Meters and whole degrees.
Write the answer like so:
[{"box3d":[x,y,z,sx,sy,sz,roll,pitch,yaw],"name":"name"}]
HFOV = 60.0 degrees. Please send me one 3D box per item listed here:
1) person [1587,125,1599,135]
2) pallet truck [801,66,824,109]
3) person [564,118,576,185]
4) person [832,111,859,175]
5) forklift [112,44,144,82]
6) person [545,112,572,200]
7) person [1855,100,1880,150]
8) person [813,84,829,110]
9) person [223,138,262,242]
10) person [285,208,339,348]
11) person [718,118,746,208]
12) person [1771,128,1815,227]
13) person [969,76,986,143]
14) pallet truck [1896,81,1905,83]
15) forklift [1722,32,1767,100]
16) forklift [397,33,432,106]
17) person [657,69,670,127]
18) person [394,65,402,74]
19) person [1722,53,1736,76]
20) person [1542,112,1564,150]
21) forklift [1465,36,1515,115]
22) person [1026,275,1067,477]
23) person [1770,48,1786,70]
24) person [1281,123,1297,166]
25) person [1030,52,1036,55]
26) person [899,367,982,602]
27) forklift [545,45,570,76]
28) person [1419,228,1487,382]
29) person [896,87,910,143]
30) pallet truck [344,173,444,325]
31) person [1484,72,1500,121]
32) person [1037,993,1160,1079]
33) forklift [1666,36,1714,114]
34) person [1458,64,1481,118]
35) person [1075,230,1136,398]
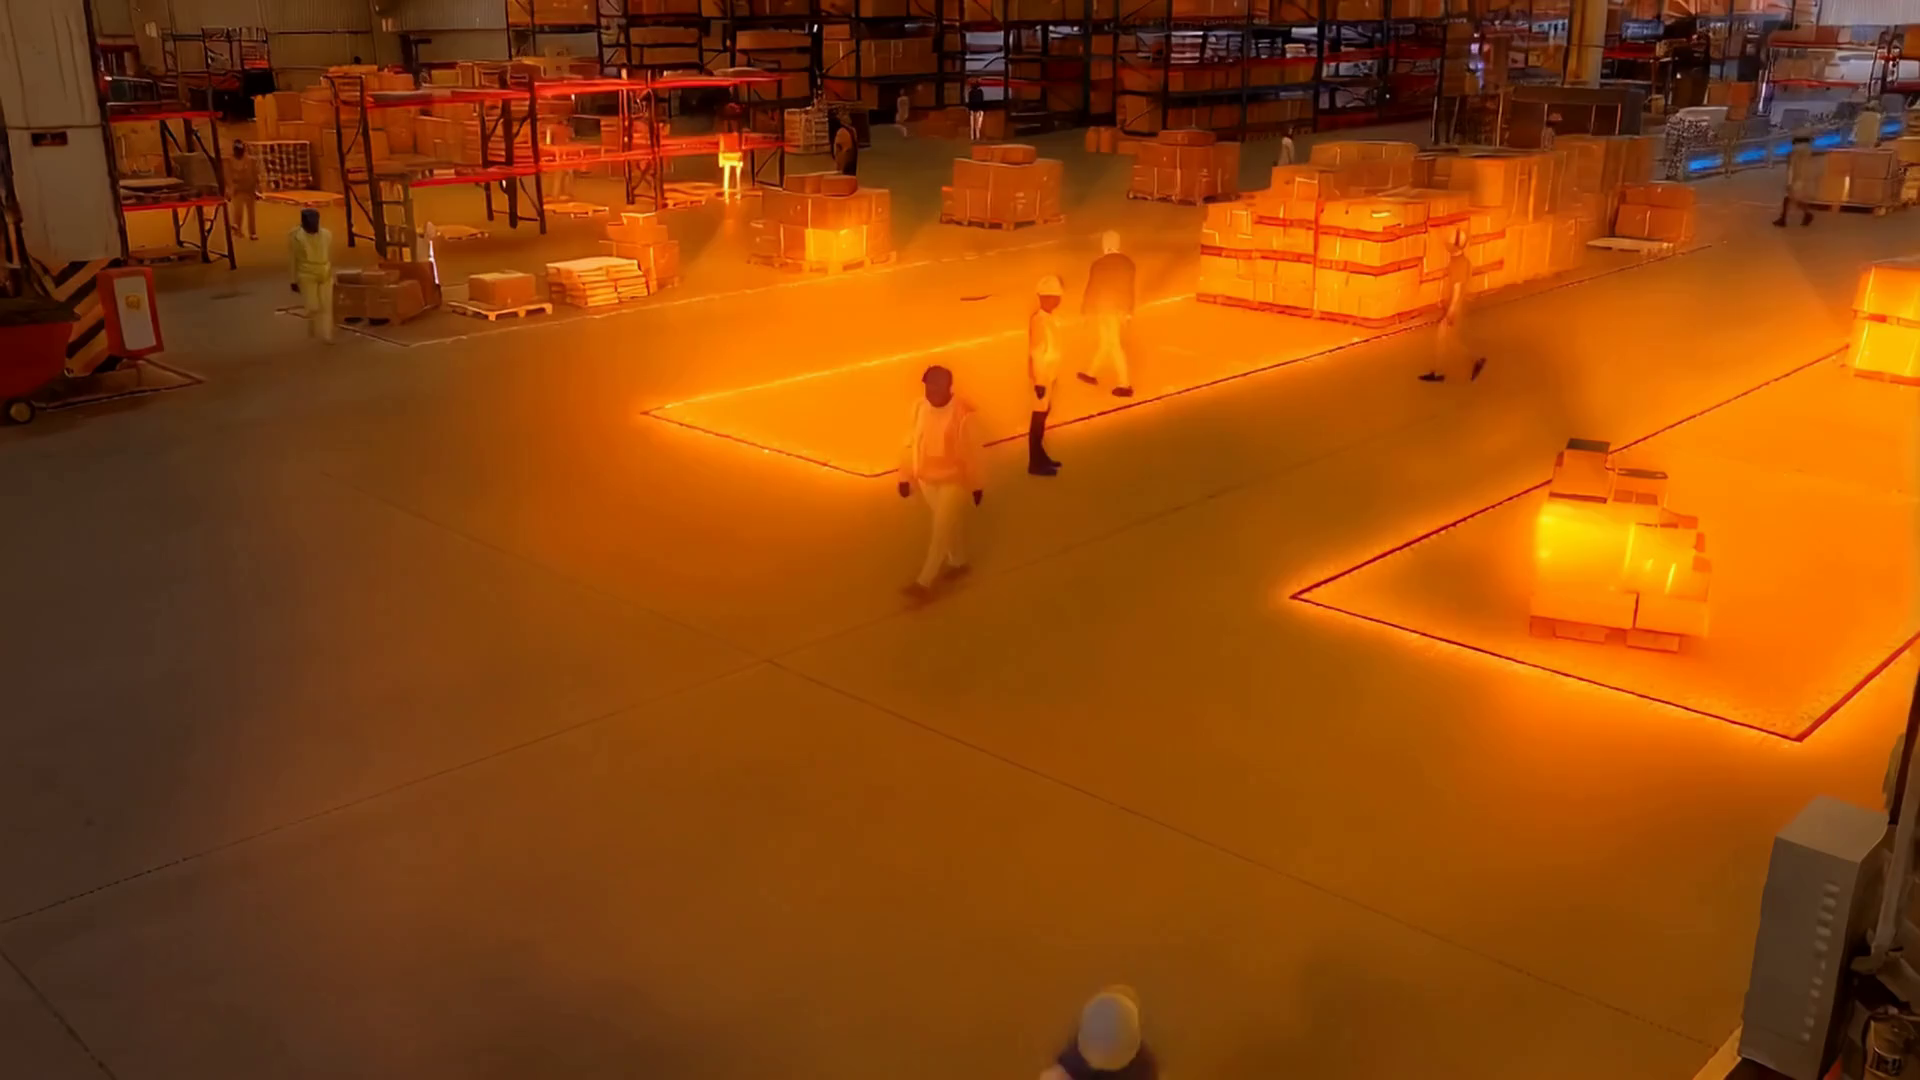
[{"box3d":[14.176,-8.545,37.549,0.862,1.575,0.511,17,25,42],"name":"person"},{"box3d":[-4.812,-15.182,56.903,0.823,1.965,1.885,-9,21,-26],"name":"pallet truck"},{"box3d":[-9.443,-9.318,39.796,0.511,1.641,0.307,0,18,-1],"name":"person"},{"box3d":[-2.495,-8.197,35.792,0.538,2.000,0.684,9,20,26],"name":"person"},{"box3d":[-26.352,-14.342,52.992,1.873,2.768,1.129,4,19,11],"name":"forklift"},{"box3d":[-9.023,-8.584,37.204,0.373,1.901,0.776,10,21,28],"name":"person"},{"box3d":[23.411,-10.425,42.877,0.903,1.792,0.613,-14,23,-36],"name":"person"},{"box3d":[-4.400,-13.613,52.741,0.514,1.636,0.315,3,19,9],"name":"person"},{"box3d":[-13.294,-6.491,30.860,0.594,1.913,0.436,-17,25,-41],"name":"person"},{"box3d":[-8.407,-3.410,21.698,0.650,1.826,0.434,-15,23,-38],"name":"person"},{"box3d":[-4.886,-8.066,35.640,0.583,1.882,0.337,-5,19,-16],"name":"person"},{"box3d":[16.462,-7.100,32.671,0.555,1.922,0.722,-11,21,-30],"name":"person"},{"box3d":[0.533,-13.130,50.719,0.374,1.997,0.614,-15,24,-39],"name":"person"},{"box3d":[34.802,-16.331,61.455,0.653,1.274,1.630,17,25,41],"name":"pallet truck"},{"box3d":[32.663,-19.596,68.821,1.129,2.768,1.873,-4,19,-12],"name":"forklift"},{"box3d":[-21.918,-18.662,66.006,1.873,2.768,1.129,-5,19,-14],"name":"forklift"},{"box3d":[-10.091,-15.037,56.605,0.589,1.912,0.391,14,23,35],"name":"person"},{"box3d":[-20.020,-16.082,59.771,0.893,1.903,0.548,4,19,11],"name":"person"},{"box3d":[34.782,-21.133,75.202,0.537,1.753,0.530,17,25,42],"name":"person"},{"box3d":[13.121,-8.622,37.303,0.558,1.906,0.894,-15,24,-39],"name":"person"},{"box3d":[19.973,-17.201,61.605,1.873,2.768,1.129,16,24,40],"name":"forklift"},{"box3d":[0.832,-1.591,16.045,0.368,1.939,0.542,5,19,15],"name":"person"},{"box3d":[39.301,-22.812,79.922,0.620,1.978,0.532,17,25,41],"name":"person"},{"box3d":[6.881,-7.834,35.032,0.588,1.887,0.566,0,18,1],"name":"person"},{"box3d":[3.581,-23.045,80.736,0.407,1.908,0.641,11,21,29],"name":"person"},{"box3d":[-0.188,-0.456,12.858,0.661,1.786,0.980,14,23,36],"name":"person"},{"box3d":[-12.476,-14.003,51.971,1.873,2.768,1.129,6,19,17],"name":"forklift"},{"box3d":[5.905,-2.760,19.697,0.673,1.856,0.526,3,19,10],"name":"person"},{"box3d":[-1.717,-12.882,50.451,0.392,1.687,0.542,9,21,26],"name":"person"},{"box3d":[-8.209,-4.181,23.757,0.823,1.965,1.885,3,19,9],"name":"pallet truck"},{"box3d":[18.834,-15.708,58.959,0.538,1.696,0.317,-1,18,-4],"name":"person"},{"box3d":[0.479,2.124,5.237,0.502,1.694,0.921,6,19,17],"name":"person"},{"box3d":[27.341,-17.291,61.877,1.129,2.768,1.873,17,25,41],"name":"forklift"},{"box3d":[18.697,-16.415,60.802,0.973,1.882,0.552,13,22,34],"name":"person"},{"box3d":[1.698,-2.635,19.271,0.648,1.883,1.018,-15,24,-39],"name":"person"}]
